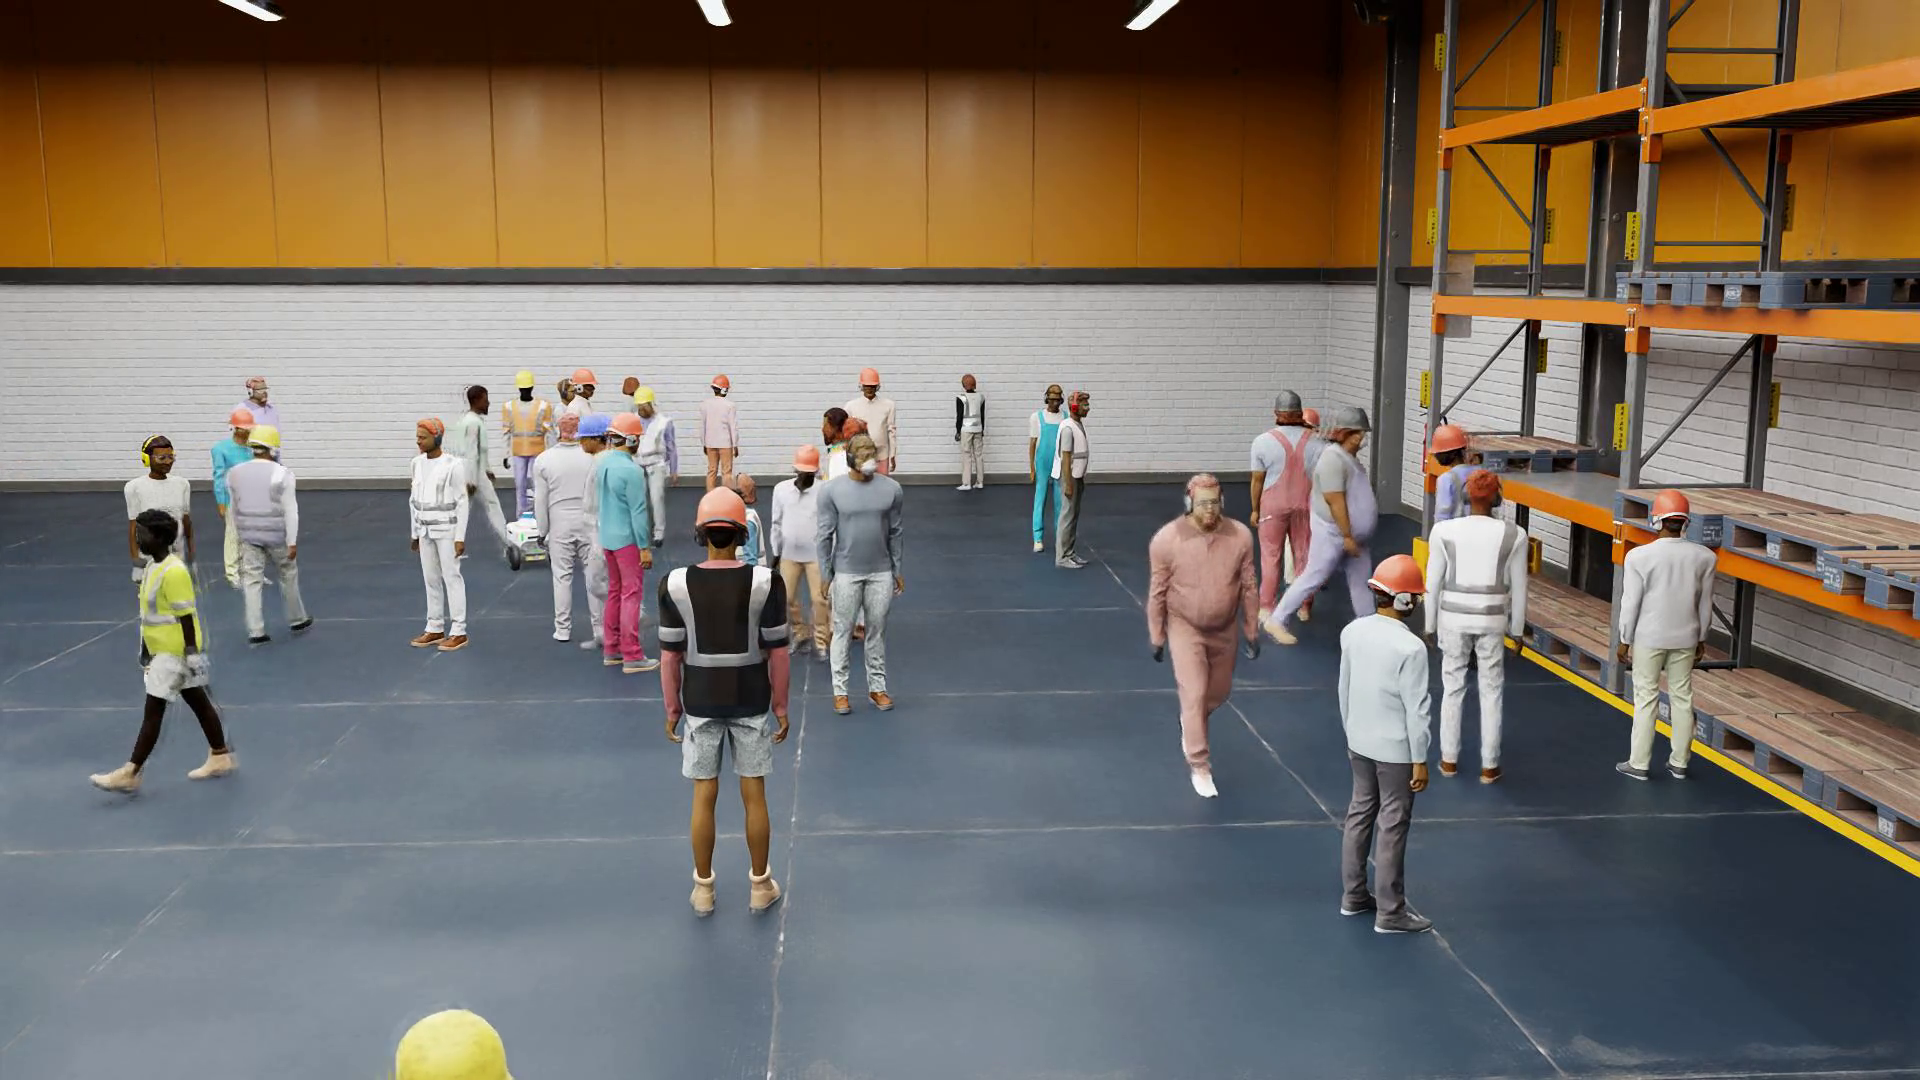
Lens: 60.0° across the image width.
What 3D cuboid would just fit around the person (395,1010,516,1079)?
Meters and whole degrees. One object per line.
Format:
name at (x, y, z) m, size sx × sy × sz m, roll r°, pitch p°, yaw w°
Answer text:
person at (-0.862, 1.690, 3.032) m, size 0.499 × 1.724 × 0.603 m, roll -8°, pitch 12°, yaw -43°

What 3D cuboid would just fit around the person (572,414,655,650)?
person at (-2.815, -0.051, 13.331) m, size 0.536 × 1.933 × 0.628 m, roll -2°, pitch 9°, yaw -11°

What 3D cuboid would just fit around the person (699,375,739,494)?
person at (-3.071, -1.249, 21.400) m, size 0.571 × 1.749 × 0.343 m, roll 5°, pitch 10°, yaw 28°

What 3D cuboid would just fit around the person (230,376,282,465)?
person at (-7.753, -0.857, 18.459) m, size 0.403 × 1.911 × 0.637 m, roll 3°, pitch 10°, yaw 19°

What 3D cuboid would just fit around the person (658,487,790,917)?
person at (-1.103, 0.765, 7.854) m, size 0.607 × 2.041 × 0.386 m, roll -1°, pitch 9°, yaw -4°

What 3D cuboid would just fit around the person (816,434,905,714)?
person at (-0.681, 0.232, 11.521) m, size 0.636 × 1.938 × 0.358 m, roll -3°, pitch 10°, yaw -21°

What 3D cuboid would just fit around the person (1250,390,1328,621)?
person at (2.847, -0.304, 14.567) m, size 0.682 × 2.000 × 0.537 m, roll -1°, pitch 9°, yaw -4°

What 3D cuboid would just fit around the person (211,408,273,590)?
person at (-6.918, -0.401, 16.085) m, size 0.335 × 1.748 × 0.562 m, roll 7°, pitch 11°, yaw 37°

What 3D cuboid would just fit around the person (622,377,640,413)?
person at (-4.487, -1.423, 22.858) m, size 0.286 × 1.636 × 0.499 m, roll 3°, pitch 9°, yaw 16°

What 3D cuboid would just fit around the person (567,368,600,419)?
person at (-4.184, -0.916, 18.555) m, size 0.380 × 1.994 × 0.619 m, roll 0°, pitch 9°, yaw 0°

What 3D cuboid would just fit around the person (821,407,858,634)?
person at (-1.000, -0.164, 14.073) m, size 0.377 × 1.917 × 0.599 m, roll 0°, pitch 9°, yaw 3°

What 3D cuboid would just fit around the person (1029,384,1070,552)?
person at (1.010, -0.787, 18.226) m, size 0.506 × 1.842 × 0.346 m, roll -2°, pitch 9°, yaw -11°

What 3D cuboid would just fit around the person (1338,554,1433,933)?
person at (1.992, 0.932, 7.708) m, size 0.337 × 1.748 × 0.573 m, roll -4°, pitch 10°, yaw -24°

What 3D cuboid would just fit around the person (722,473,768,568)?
person at (-1.528, 0.332, 11.840) m, size 0.314 × 1.636 × 0.515 m, roll -2°, pitch 9°, yaw -13°

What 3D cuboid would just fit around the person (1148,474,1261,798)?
person at (1.428, 0.516, 9.941) m, size 0.652 × 1.878 × 0.852 m, roll -2°, pitch 9°, yaw -13°

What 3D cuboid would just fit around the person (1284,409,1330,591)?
person at (3.325, -0.386, 15.989) m, size 0.573 × 1.746 × 0.345 m, roll 3°, pitch 10°, yaw 20°

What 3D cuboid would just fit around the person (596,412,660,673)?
person at (-2.557, 0.011, 12.776) m, size 0.407 × 1.985 × 0.624 m, roll -7°, pitch 11°, yaw -36°

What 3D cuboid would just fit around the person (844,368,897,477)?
person at (-1.013, -0.961, 18.887) m, size 0.607 × 1.987 × 0.401 m, roll -1°, pitch 9°, yaw -9°

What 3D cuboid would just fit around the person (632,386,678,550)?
person at (-3.420, -0.815, 18.489) m, size 0.634 × 1.810 × 0.563 m, roll 2°, pitch 9°, yaw 14°

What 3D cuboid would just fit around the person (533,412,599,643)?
person at (-3.181, -0.102, 13.740) m, size 0.639 × 1.902 × 0.407 m, roll -2°, pitch 9°, yaw -15°

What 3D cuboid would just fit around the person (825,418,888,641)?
person at (-0.838, -0.076, 13.701) m, size 0.571 × 1.868 × 0.579 m, roll -9°, pitch 12°, yaw -43°

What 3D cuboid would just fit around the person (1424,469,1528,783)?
person at (3.082, 0.510, 9.956) m, size 0.584 × 1.882 × 0.339 m, roll 3°, pitch 10°, yaw 18°

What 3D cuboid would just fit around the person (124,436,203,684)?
person at (-5.878, 0.154, 12.278) m, size 0.328 × 1.861 × 0.502 m, roll 7°, pitch 11°, yaw 37°

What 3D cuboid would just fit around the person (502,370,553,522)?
person at (-5.073, -1.035, 19.554) m, size 0.592 × 1.918 × 0.398 m, roll 0°, pitch 9°, yaw -1°

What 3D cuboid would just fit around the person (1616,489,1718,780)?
person at (4.217, 0.569, 9.984) m, size 0.563 × 1.751 × 0.330 m, roll -1°, pitch 9°, yaw -4°

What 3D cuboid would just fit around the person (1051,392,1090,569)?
person at (1.146, -0.619, 17.197) m, size 0.387 × 1.837 × 0.563 m, roll 3°, pitch 9°, yaw 16°

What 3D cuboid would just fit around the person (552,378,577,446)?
person at (-4.511, -0.937, 19.155) m, size 0.329 × 1.844 × 0.517 m, roll 0°, pitch 9°, yaw 1°

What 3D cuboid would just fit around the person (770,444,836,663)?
person at (-1.209, 0.103, 13.000) m, size 0.595 × 1.724 × 0.394 m, roll 2°, pitch 9°, yaw 15°

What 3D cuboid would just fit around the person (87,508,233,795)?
person at (-4.726, 0.649, 9.737) m, size 0.849 × 1.655 × 0.551 m, roll -6°, pitch 11°, yaw -35°

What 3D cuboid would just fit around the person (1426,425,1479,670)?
person at (3.853, 0.054, 12.795) m, size 0.696 × 1.889 × 0.435 m, roll -7°, pitch 11°, yaw -35°

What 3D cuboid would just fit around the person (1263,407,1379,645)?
person at (3.007, -0.128, 13.464) m, size 1.050 × 2.000 × 0.670 m, roll 6°, pitch 11°, yaw 33°

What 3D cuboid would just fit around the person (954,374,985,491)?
person at (0.141, -1.510, 23.407) m, size 0.523 × 1.636 × 0.310 m, roll -8°, pitch 12°, yaw -40°

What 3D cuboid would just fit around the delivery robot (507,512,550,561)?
delivery robot at (-4.483, -0.046, 17.303) m, size 0.477 × 0.478 × 0.707 m, roll -5°, pitch 10°, yaw -26°

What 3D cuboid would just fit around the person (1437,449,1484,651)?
person at (4.042, 0.086, 13.369) m, size 0.514 × 1.642 × 0.310 m, roll -8°, pitch 12°, yaw -41°

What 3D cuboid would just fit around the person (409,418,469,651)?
person at (-4.221, -0.047, 13.443) m, size 0.584 × 1.882 × 0.339 m, roll 5°, pitch 10°, yaw 30°

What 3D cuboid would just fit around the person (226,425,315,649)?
person at (-5.677, -0.048, 13.722) m, size 0.601 × 1.796 × 0.841 m, roll 0°, pitch 9°, yaw 0°
